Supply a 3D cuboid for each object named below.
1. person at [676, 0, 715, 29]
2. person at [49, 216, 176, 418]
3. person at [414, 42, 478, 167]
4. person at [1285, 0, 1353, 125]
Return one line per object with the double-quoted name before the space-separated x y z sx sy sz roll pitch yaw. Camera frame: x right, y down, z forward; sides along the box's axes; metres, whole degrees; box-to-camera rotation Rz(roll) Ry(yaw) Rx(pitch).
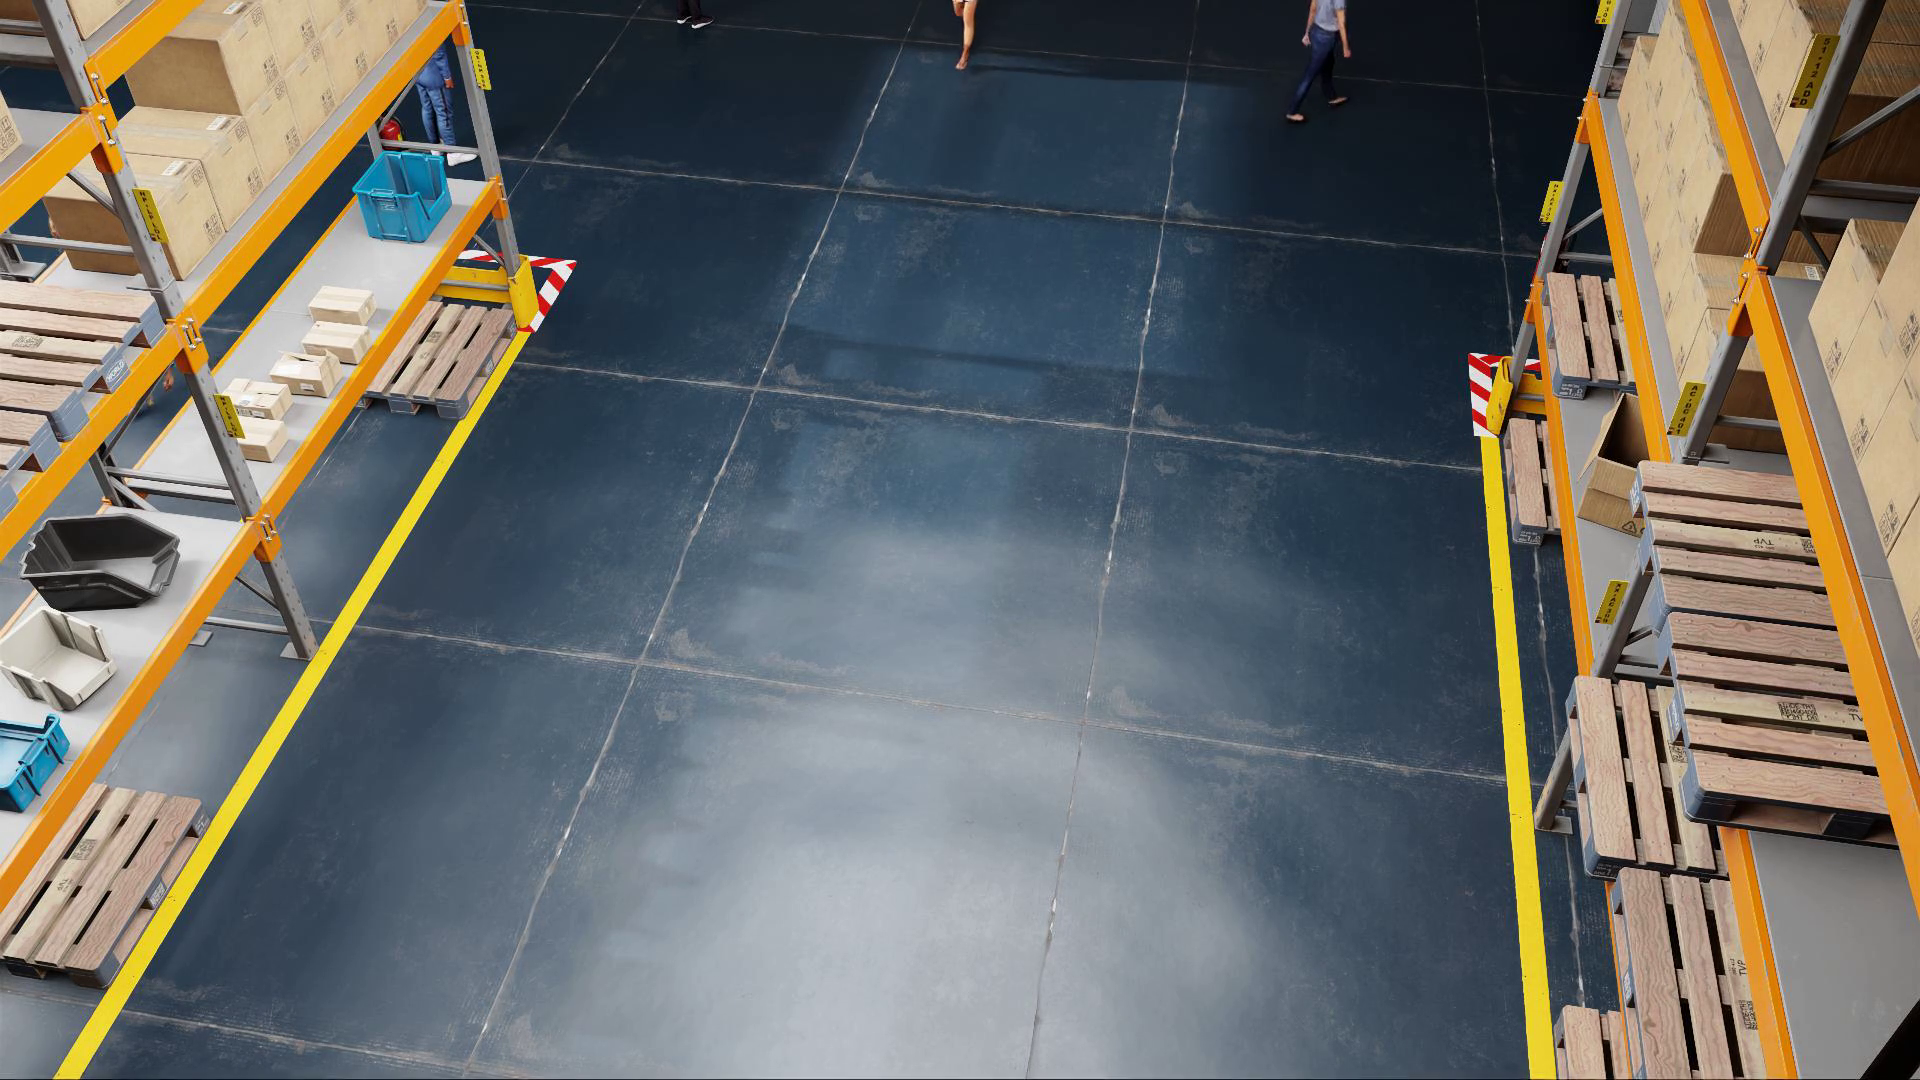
"person" -2.878 -6.198 17.267 0.659 1.748 0.665 27 50 26
"person" -6.363 -1.743 12.539 0.745 1.818 0.834 23 48 23
"person" -4.867 -4.323 15.255 0.757 1.809 0.747 30 51 28
"person" 3.354 -4.720 15.758 0.921 1.689 1.017 -11 45 -11
